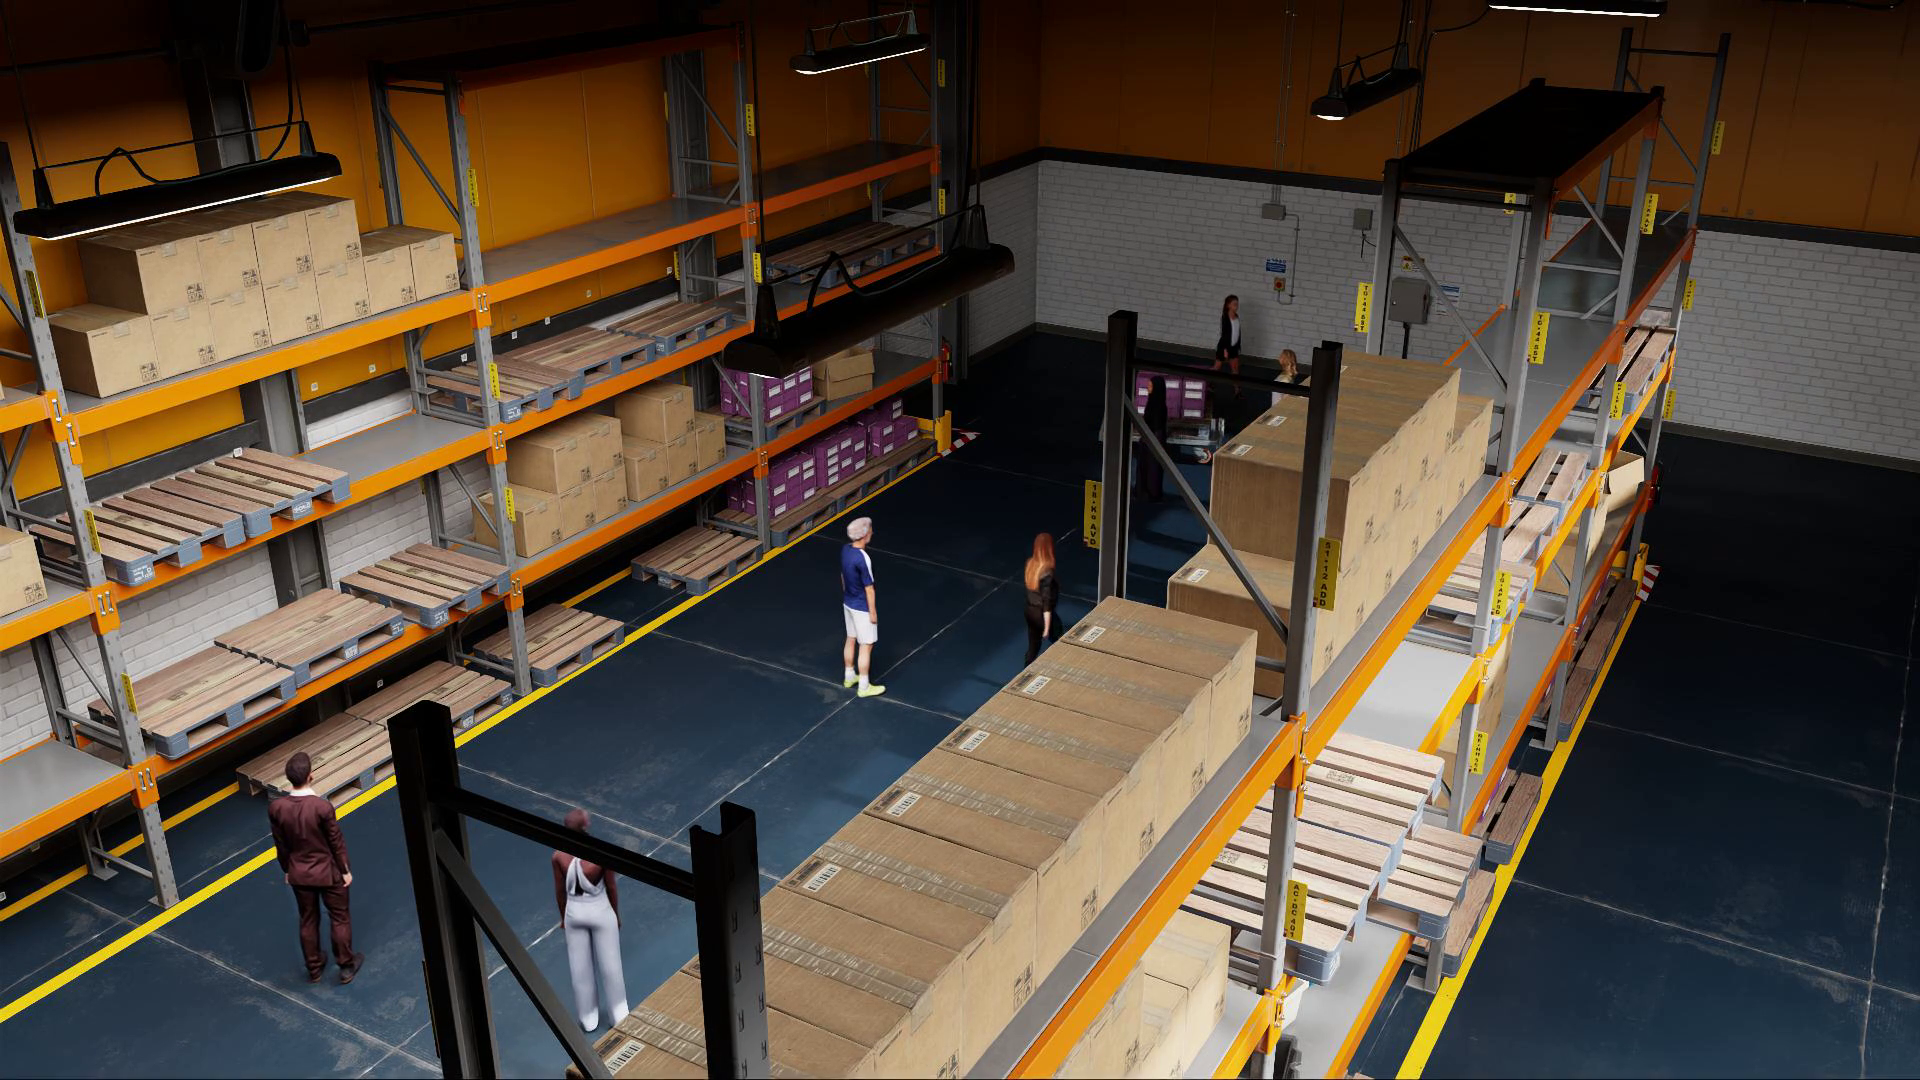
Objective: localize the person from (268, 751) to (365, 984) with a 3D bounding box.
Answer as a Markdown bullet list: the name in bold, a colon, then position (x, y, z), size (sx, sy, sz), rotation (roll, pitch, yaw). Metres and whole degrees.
- **person**: position (-4.675, 2.398, 12.089), size (0.759, 1.861, 0.750), rotation (2, 24, 5)

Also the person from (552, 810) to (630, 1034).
- **person**: position (-2.578, 2.662, 11.582), size (0.651, 1.784, 0.648), rotation (0, 24, 0)

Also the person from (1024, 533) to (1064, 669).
- **person**: position (0.702, 0.745, 16.072), size (0.712, 1.700, 0.700), rotation (-15, 27, -30)

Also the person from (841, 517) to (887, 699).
- **person**: position (-0.977, 0.633, 16.160), size (0.691, 1.835, 0.711), rotation (-16, 28, -31)

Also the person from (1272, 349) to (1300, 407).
- **person**: position (4.184, -1.637, 21.491), size (0.742, 1.723, 0.572), rotation (6, 24, 14)

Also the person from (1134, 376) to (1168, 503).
- **person**: position (2.440, -1.288, 20.829), size (0.793, 1.614, 0.708), rotation (-1, 24, -2)

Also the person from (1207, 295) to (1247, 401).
- **person**: position (3.884, -2.855, 24.522), size (1.061, 1.528, 0.891), rotation (-16, 28, -33)
